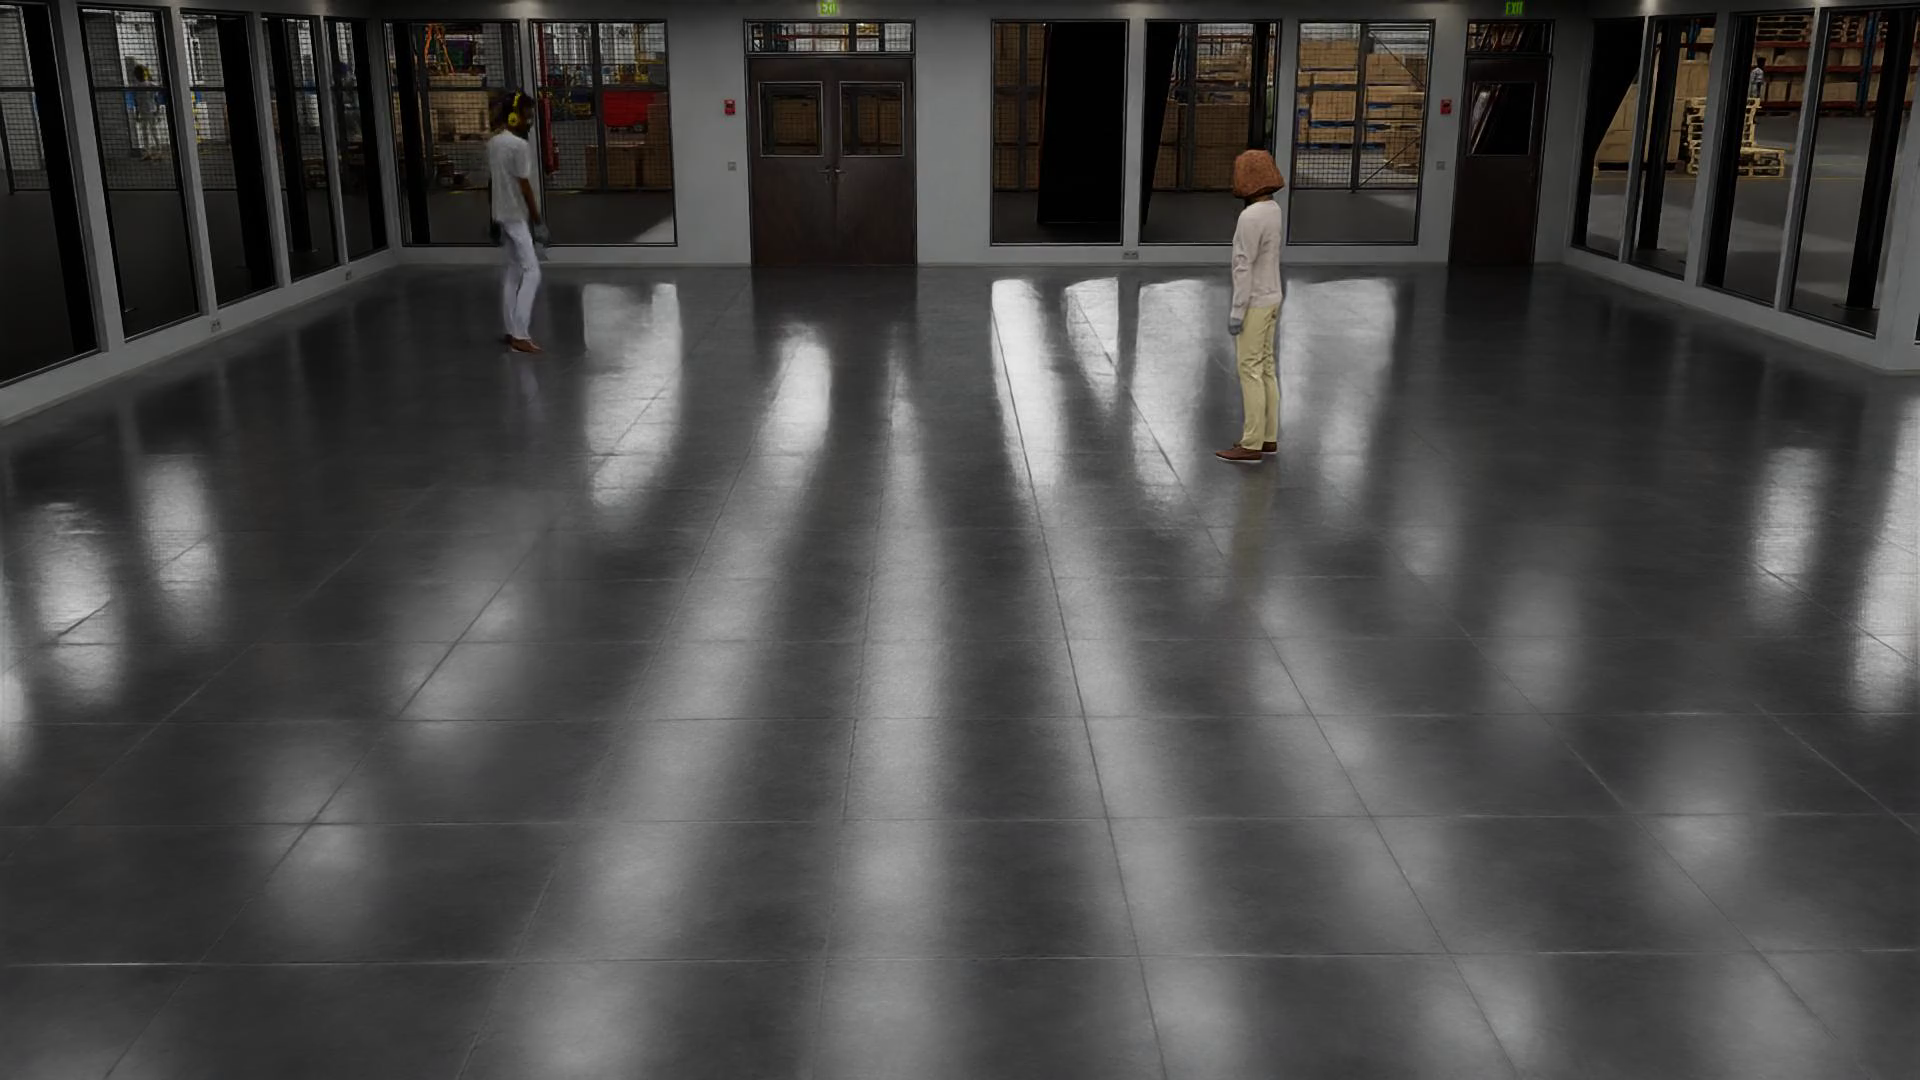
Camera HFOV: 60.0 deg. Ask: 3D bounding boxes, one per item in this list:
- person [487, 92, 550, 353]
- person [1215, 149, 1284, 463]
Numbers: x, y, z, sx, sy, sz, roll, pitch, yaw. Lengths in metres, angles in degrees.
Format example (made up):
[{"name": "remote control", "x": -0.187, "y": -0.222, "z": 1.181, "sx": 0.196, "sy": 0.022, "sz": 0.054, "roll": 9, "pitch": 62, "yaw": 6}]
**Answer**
[{"name": "person", "x": -3.243, "y": -2.286, "z": 12.059, "sx": 0.323, "sy": 1.856, "sz": 0.692, "roll": -12, "pitch": 20, "yaw": -34}, {"name": "person", "x": 1.549, "y": -1.223, "z": 8.761, "sx": 0.279, "sy": 1.624, "sz": 0.494, "roll": 8, "pitch": 18, "yaw": 24}]
